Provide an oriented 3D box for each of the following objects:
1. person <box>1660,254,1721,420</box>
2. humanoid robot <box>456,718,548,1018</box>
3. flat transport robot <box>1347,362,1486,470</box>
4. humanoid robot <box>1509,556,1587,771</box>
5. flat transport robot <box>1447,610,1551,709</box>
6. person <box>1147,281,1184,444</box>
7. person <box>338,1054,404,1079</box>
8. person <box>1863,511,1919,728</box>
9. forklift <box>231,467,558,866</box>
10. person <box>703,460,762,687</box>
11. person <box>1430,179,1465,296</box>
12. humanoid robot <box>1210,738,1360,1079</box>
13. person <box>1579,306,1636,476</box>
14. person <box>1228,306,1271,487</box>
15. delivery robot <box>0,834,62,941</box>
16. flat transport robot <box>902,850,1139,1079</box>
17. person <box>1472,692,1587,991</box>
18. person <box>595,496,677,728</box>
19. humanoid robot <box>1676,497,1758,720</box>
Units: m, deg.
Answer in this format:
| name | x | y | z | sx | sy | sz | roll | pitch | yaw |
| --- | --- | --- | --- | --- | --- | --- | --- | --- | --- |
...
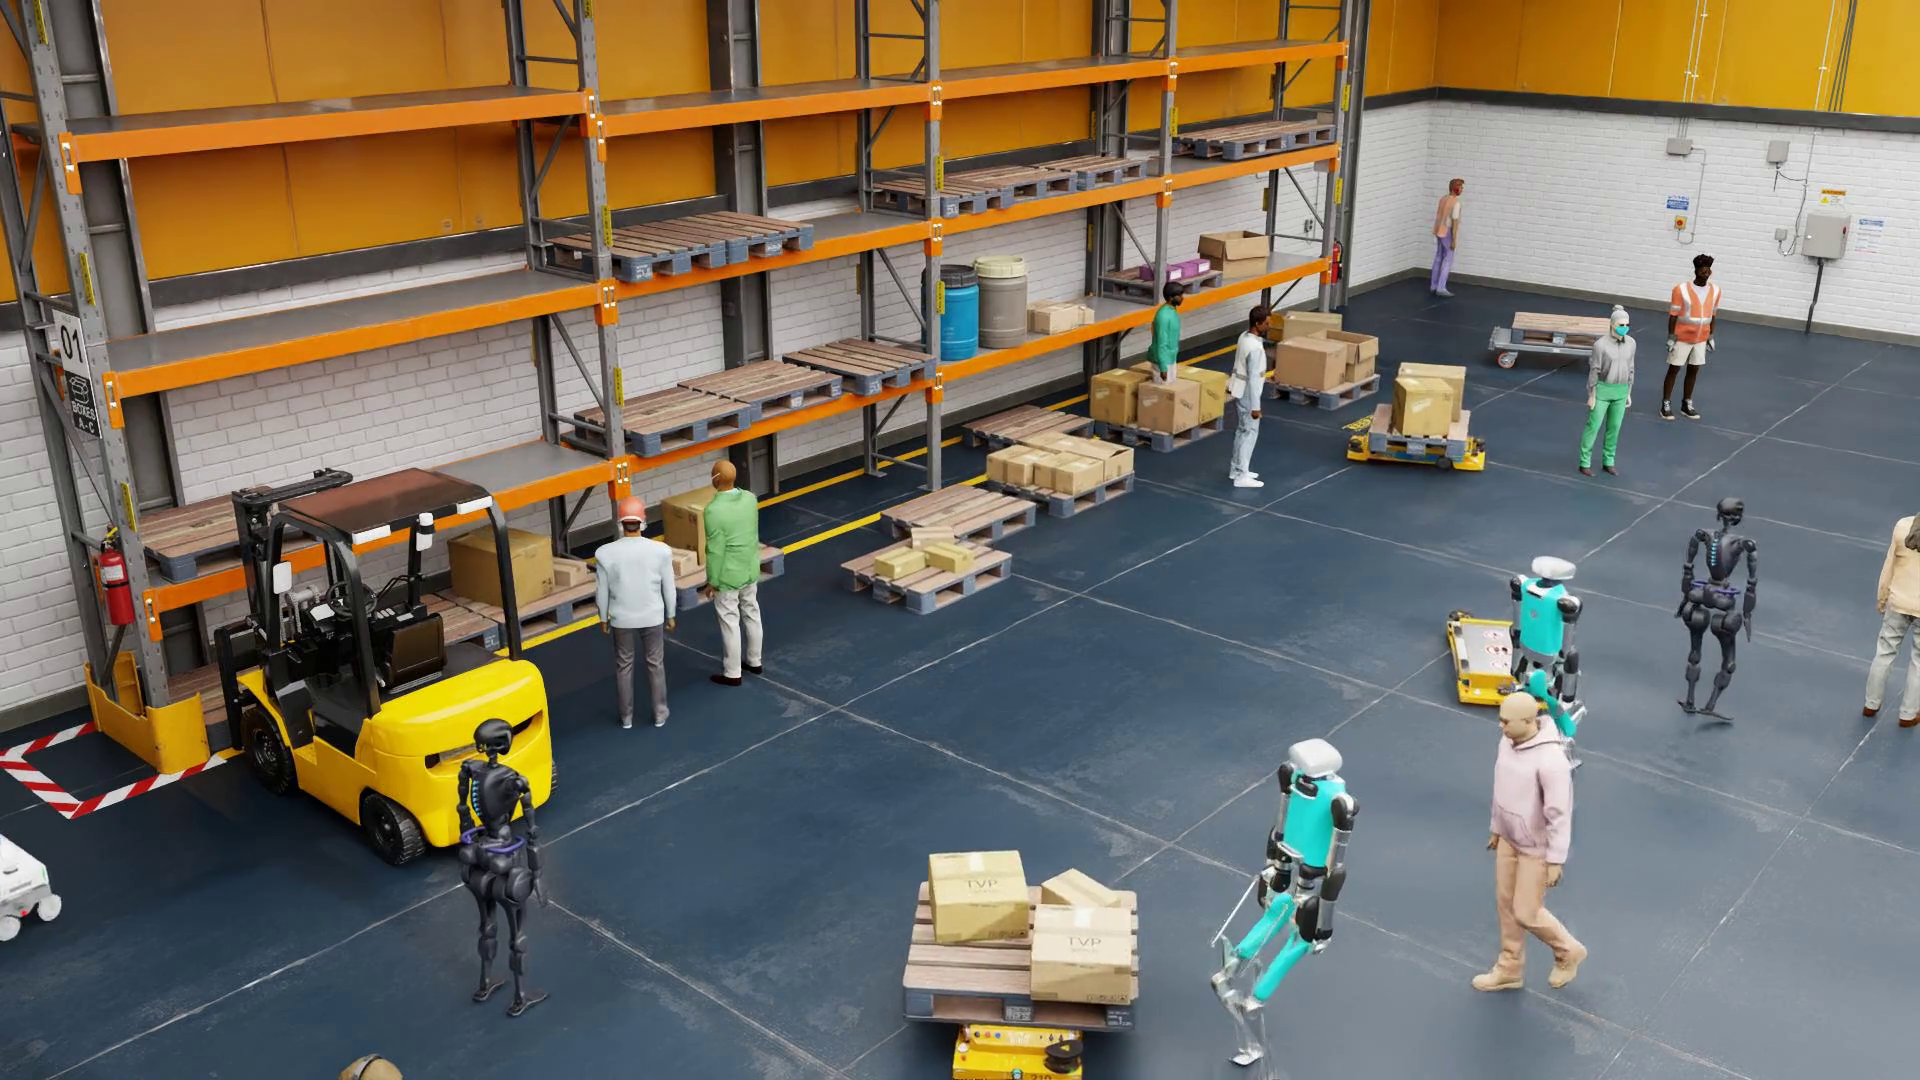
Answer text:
| name | x | y | z | sx | sy | sz | roll | pitch | yaw |
| --- | --- | --- | --- | --- | --- | --- | --- | --- | --- |
| person | 8.610 | -2.392 | 19.584 | 0.602 | 1.966 | 0.367 | -2 | 20 | -7 |
| humanoid robot | -2.459 | 1.723 | 8.851 | 0.593 | 1.649 | 0.341 | 11 | 23 | 27 |
| flat transport robot | 5.017 | -1.000 | 18.261 | 1.431 | 0.231 | 0.659 | 7 | 21 | 17 |
| humanoid robot | 4.018 | 0.890 | 11.037 | 0.985 | 1.754 | 0.536 | -11 | 23 | -28 |
| flat transport robot | 4.208 | 0.932 | 13.027 | 0.659 | 0.231 | 1.431 | 4 | 21 | 11 |
| person | 2.291 | -1.990 | 18.676 | 0.395 | 1.842 | 0.505 | 9 | 22 | 22 |
| person | -2.033 | 2.658 | 5.941 | 0.353 | 1.937 | 0.633 | 2 | 20 | 4 |
| person | 6.911 | 0.469 | 11.988 | 0.565 | 1.867 | 0.406 | 17 | 26 | 38 |
| forklift | -3.730 | 0.710 | 10.856 | 2.313 | 2.155 | 1.214 | 17 | 26 | 38 |
| person | -1.740 | 0.251 | 12.685 | 0.388 | 1.784 | 0.538 | 14 | 25 | 34 |
| person | 7.672 | -4.769 | 26.221 | 0.397 | 1.833 | 0.576 | -3 | 20 | -9 |
| humanoid robot | 1.540 | 1.909 | 8.344 | 0.779 | 1.825 | 0.550 | -10 | 22 | -25 |
| person | 6.849 | -1.571 | 17.557 | 0.509 | 1.838 | 0.340 | -4 | 21 | -12 |
| person | 2.984 | -1.484 | 17.214 | 0.394 | 1.904 | 0.600 | 0 | 20 | -1 |
| delivery robot | -5.654 | 1.979 | 9.763 | 0.748 | 0.586 | 0.524 | 15 | 25 | 36 |
| flat transport robot | 0.344 | 2.417 | 9.002 | 0.659 | 0.231 | 1.431 | 2 | 20 | 5 |
| person | 3.094 | 1.636 | 8.973 | 0.495 | 1.758 | 0.556 | -6 | 21 | -15 |
| person | -2.327 | 0.524 | 12.007 | 0.571 | 1.740 | 0.352 | -4 | 21 | -10 |
| humanoid robot | 5.515 | 0.498 | 12.176 | 0.404 | 1.648 | 0.615 | -14 | 25 | -34 |
